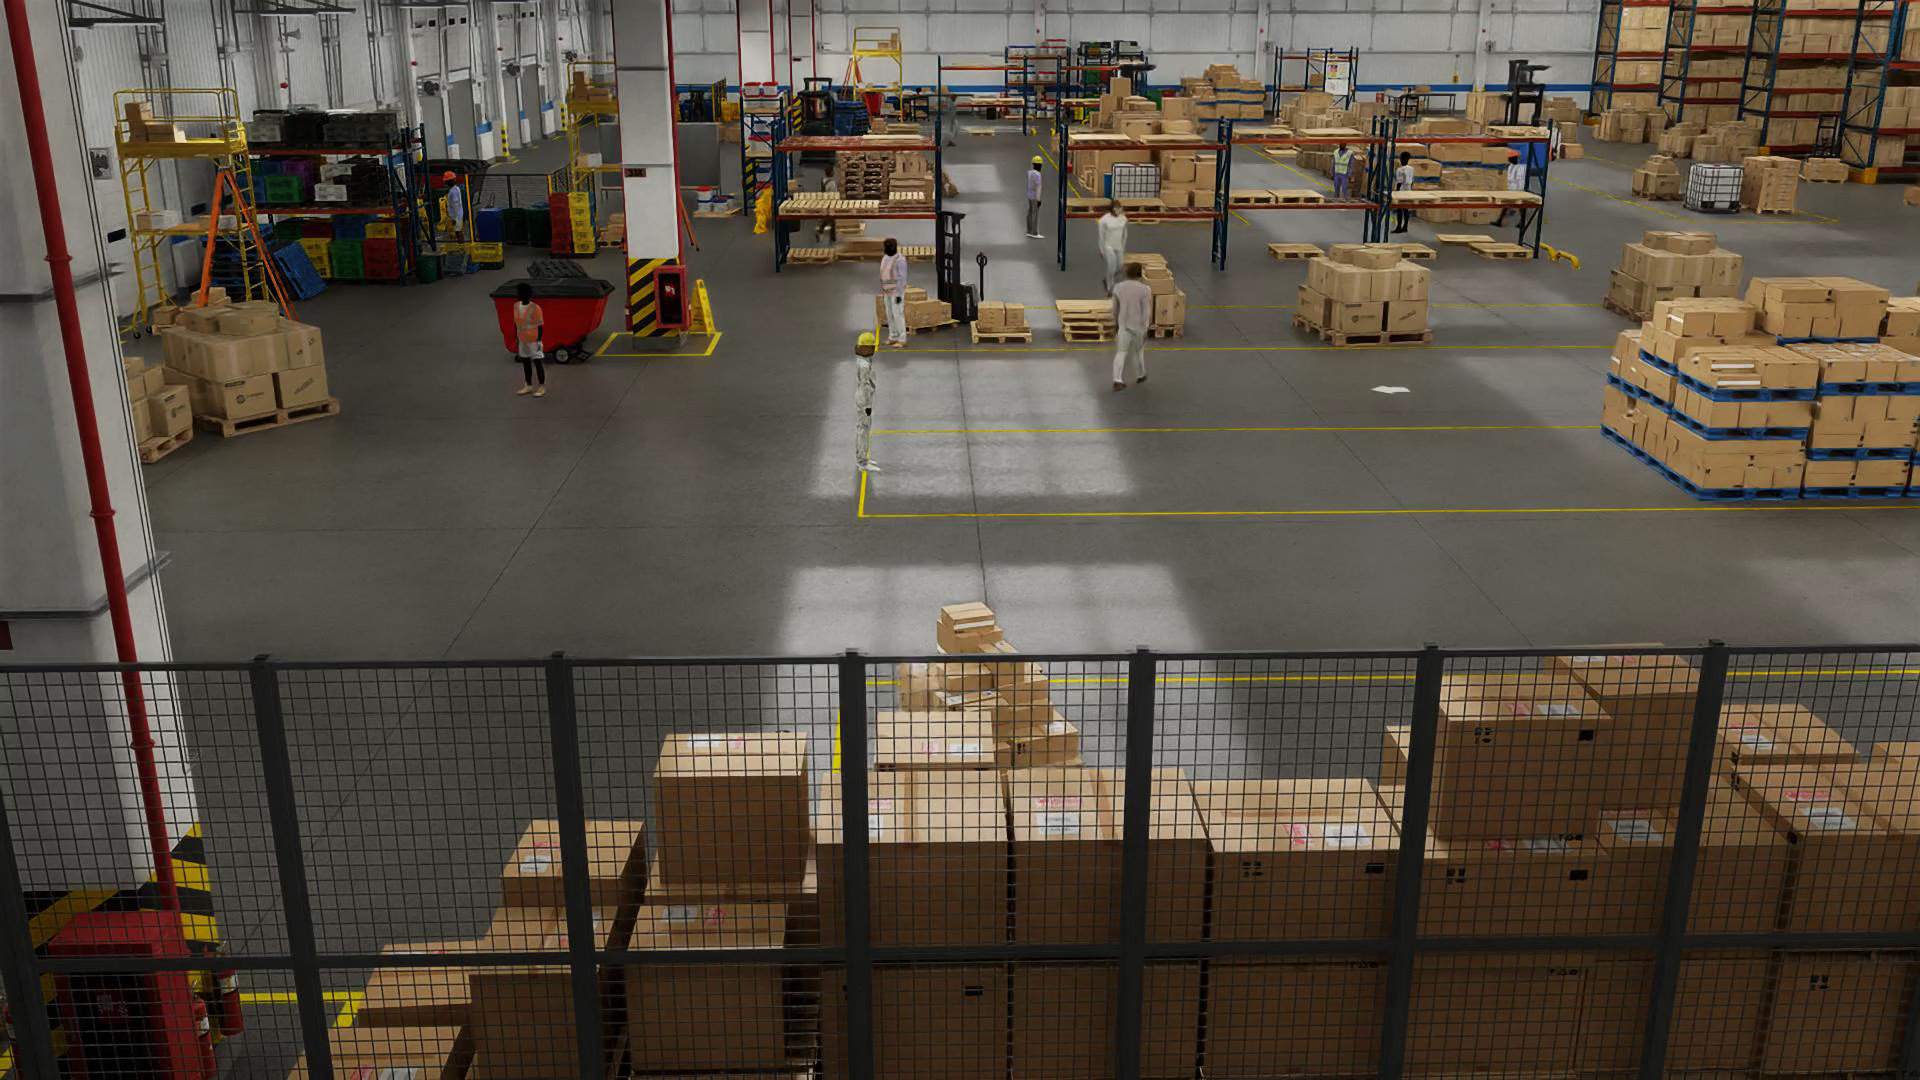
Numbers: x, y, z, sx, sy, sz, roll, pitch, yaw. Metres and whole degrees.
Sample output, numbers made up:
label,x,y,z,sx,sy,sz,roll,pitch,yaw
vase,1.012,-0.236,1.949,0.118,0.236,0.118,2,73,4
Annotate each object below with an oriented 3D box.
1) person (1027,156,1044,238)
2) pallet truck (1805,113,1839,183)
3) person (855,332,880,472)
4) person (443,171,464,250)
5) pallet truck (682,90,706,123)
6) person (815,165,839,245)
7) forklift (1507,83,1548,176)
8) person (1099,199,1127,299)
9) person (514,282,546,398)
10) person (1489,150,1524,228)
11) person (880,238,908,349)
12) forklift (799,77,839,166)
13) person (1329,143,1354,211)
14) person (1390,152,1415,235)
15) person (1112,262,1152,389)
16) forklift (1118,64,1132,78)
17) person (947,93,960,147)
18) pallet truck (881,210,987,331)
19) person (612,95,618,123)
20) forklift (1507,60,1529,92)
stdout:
label,x,y,z,sx,sy,sz,roll,pitch,yaw
person,1.784,-8.149,39.519,0.384,1.924,0.589,-7,20,-21
pallet truck,26.403,-11.957,50.702,0.823,1.965,1.885,6,19,16
person,-1.156,-1.730,20.758,0.308,1.741,0.494,-3,19,-8
person,-11.046,-7.088,36.360,0.363,1.933,0.543,-4,19,-12
pallet truck,-9.671,-15.907,62.421,0.823,1.965,1.885,5,19,15
person,-3.064,-7.718,38.391,0.530,1.824,0.524,16,24,39
forklift,17.631,-12.825,51.917,1.129,2.768,1.873,-1,19,-1
person,2.905,-5.611,32.007,0.626,1.924,0.558,-10,21,-27
person,-6.322,-2.940,24.411,0.535,1.699,0.321,11,21,29
person,13.610,-8.622,40.978,0.983,1.872,0.660,-7,20,-21
person,-1.115,-4.118,27.714,0.430,1.835,0.633,-12,22,-32
forklift,-4.644,-13.871,55.021,1.129,2.768,1.873,2,19,5
person,10.133,-9.703,44.138,0.597,1.917,0.374,16,24,39
person,10.668,-8.361,40.082,0.616,1.964,0.361,-15,24,-37
person,2.557,-3.217,24.952,0.647,1.893,1.011,9,21,25
forklift,6.251,-16.612,63.152,1.873,2.768,1.129,5,19,15
person,-0.244,-15.424,61.107,0.539,1.918,0.665,-5,19,-15
pallet truck,-0.493,-4.759,29.349,1.885,1.965,0.823,-13,23,-34
person,-13.241,-16.402,64.460,0.531,1.619,0.502,-16,24,-39
forklift,22.288,-17.832,66.770,1.129,2.768,1.873,-16,24,-39
